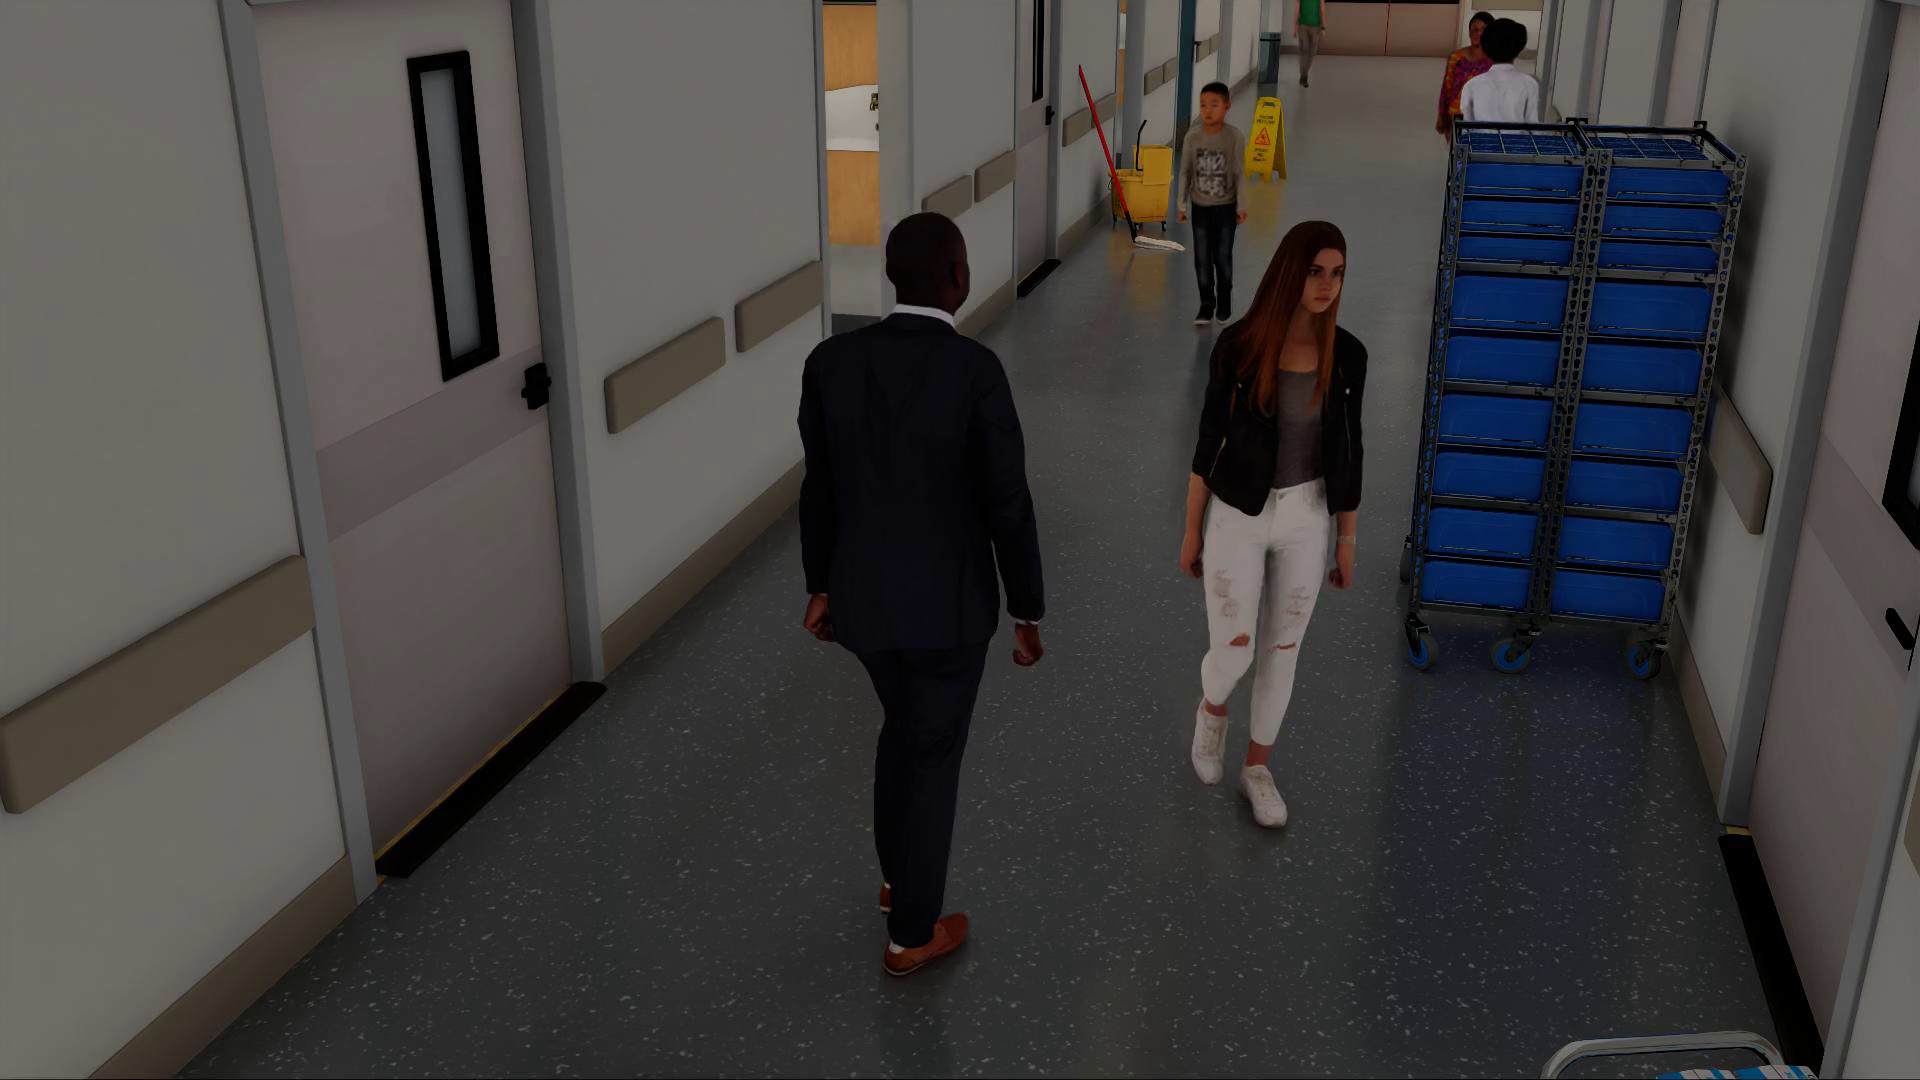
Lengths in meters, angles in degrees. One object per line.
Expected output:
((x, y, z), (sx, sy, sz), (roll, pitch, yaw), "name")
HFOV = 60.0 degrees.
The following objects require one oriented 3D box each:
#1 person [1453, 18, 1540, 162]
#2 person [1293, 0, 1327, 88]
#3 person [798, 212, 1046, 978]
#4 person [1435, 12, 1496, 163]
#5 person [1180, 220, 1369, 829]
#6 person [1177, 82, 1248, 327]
((3.330, -2.296, 10.340), (0.663, 1.797, 0.594), (6, 21, 15), "person")
((5.019, -7.358, 23.956), (0.736, 1.619, 1.140), (2, 21, 4), "person")
((-0.146, 0.191, 3.761), (0.790, 1.806, 0.746), (12, 24, 28), "person")
((4.183, -3.441, 13.552), (0.771, 1.649, 1.220), (9, 22, 22), "person")
((0.825, -0.045, 4.554), (0.724, 1.686, 0.770), (-1, 21, -2), "person")
((1.569, -2.048, 10.168), (0.597, 1.455, 0.564), (8, 22, 20), "person")
